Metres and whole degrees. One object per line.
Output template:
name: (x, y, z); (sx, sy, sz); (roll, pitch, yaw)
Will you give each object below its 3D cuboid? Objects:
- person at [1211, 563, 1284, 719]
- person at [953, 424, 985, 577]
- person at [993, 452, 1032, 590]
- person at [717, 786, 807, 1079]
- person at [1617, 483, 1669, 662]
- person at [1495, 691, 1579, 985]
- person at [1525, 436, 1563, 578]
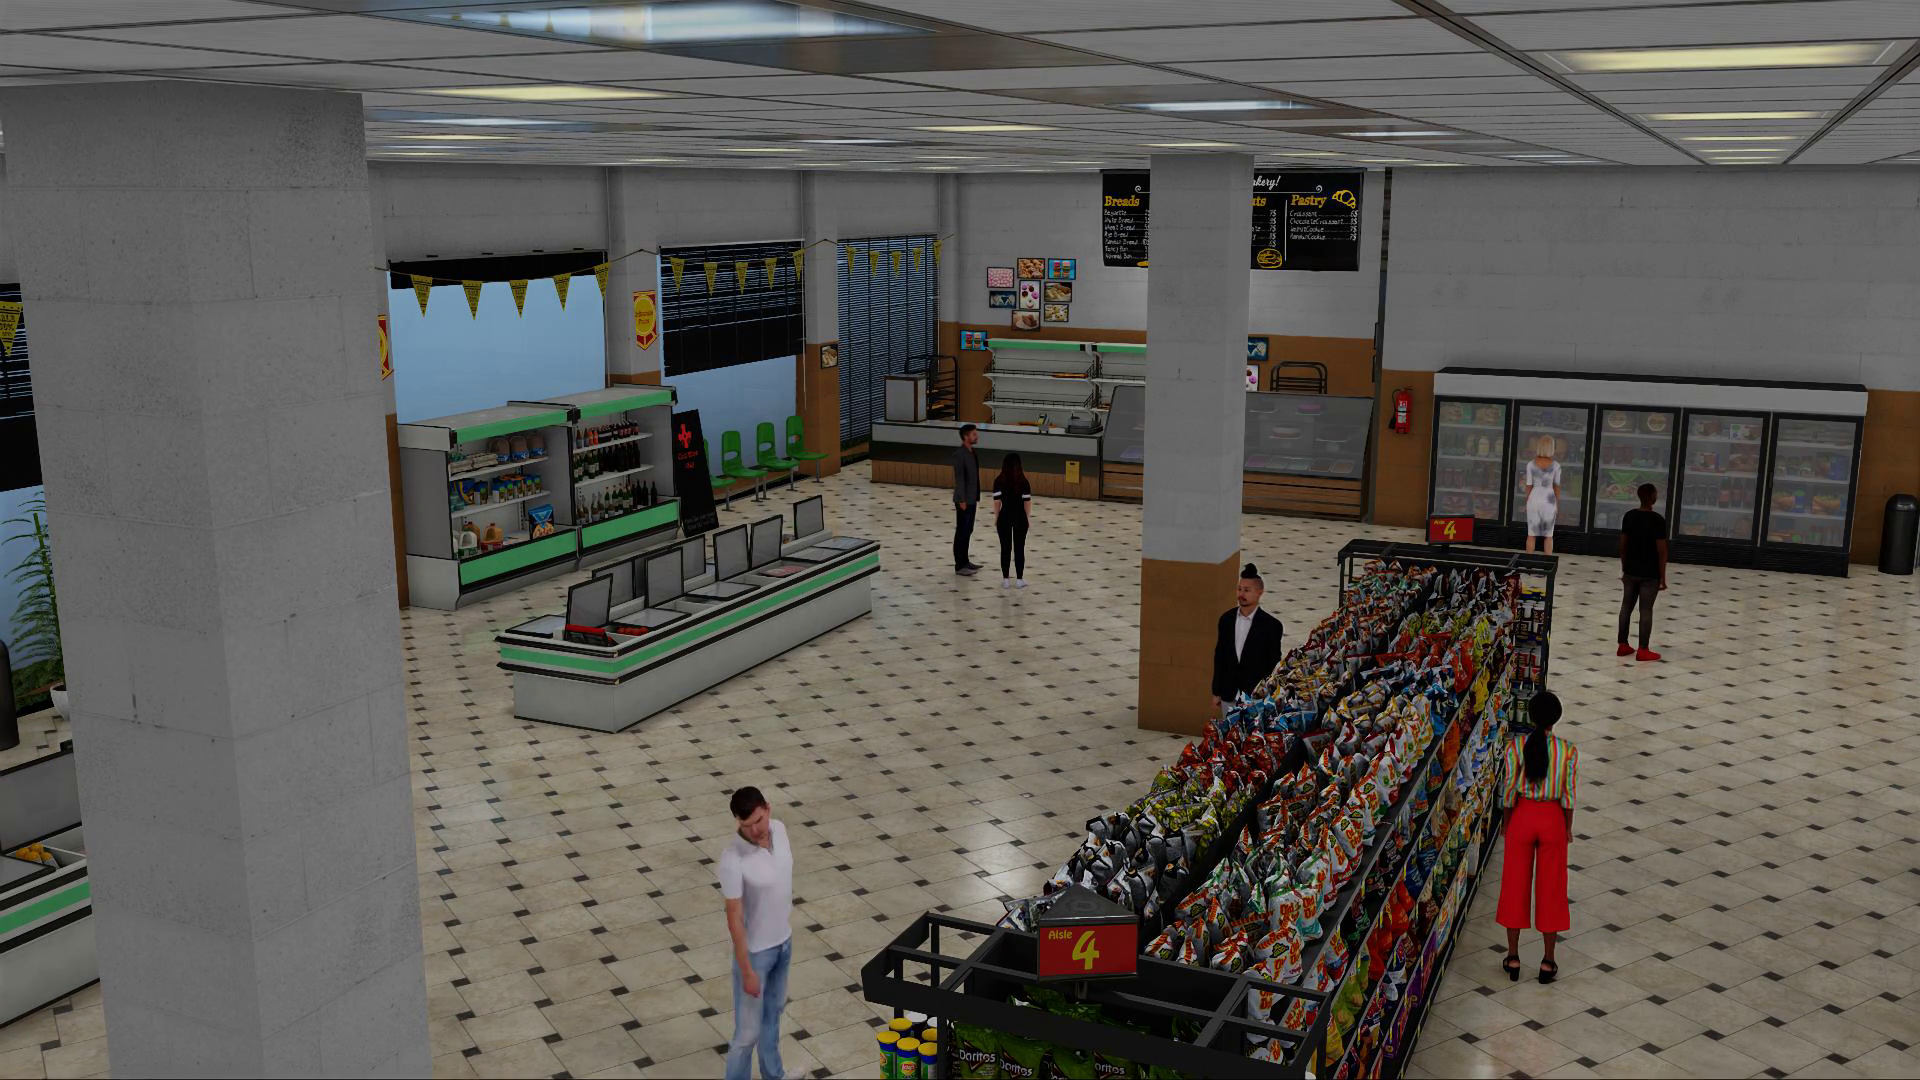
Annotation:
person: (2.184, 1.179, 12.636); (0.767, 1.858, 0.679); (10, 15, 38)
person: (0.074, -0.518, 20.660); (0.772, 1.874, 0.587); (4, 12, 17)
person: (0.622, -0.240, 19.907); (0.680, 1.638, 0.682); (1, 12, 6)
person: (-1.010, 2.061, 8.547); (0.905, 1.818, 0.469); (3, 12, 12)
person: (6.910, 0.315, 16.867); (0.707, 1.806, 0.715); (-8, 15, -35)
person: (3.454, 1.772, 9.979); (0.625, 1.792, 0.571); (4, 12, 17)
person: (7.186, -0.426, 20.518); (0.553, 1.752, 0.492); (5, 13, 24)
